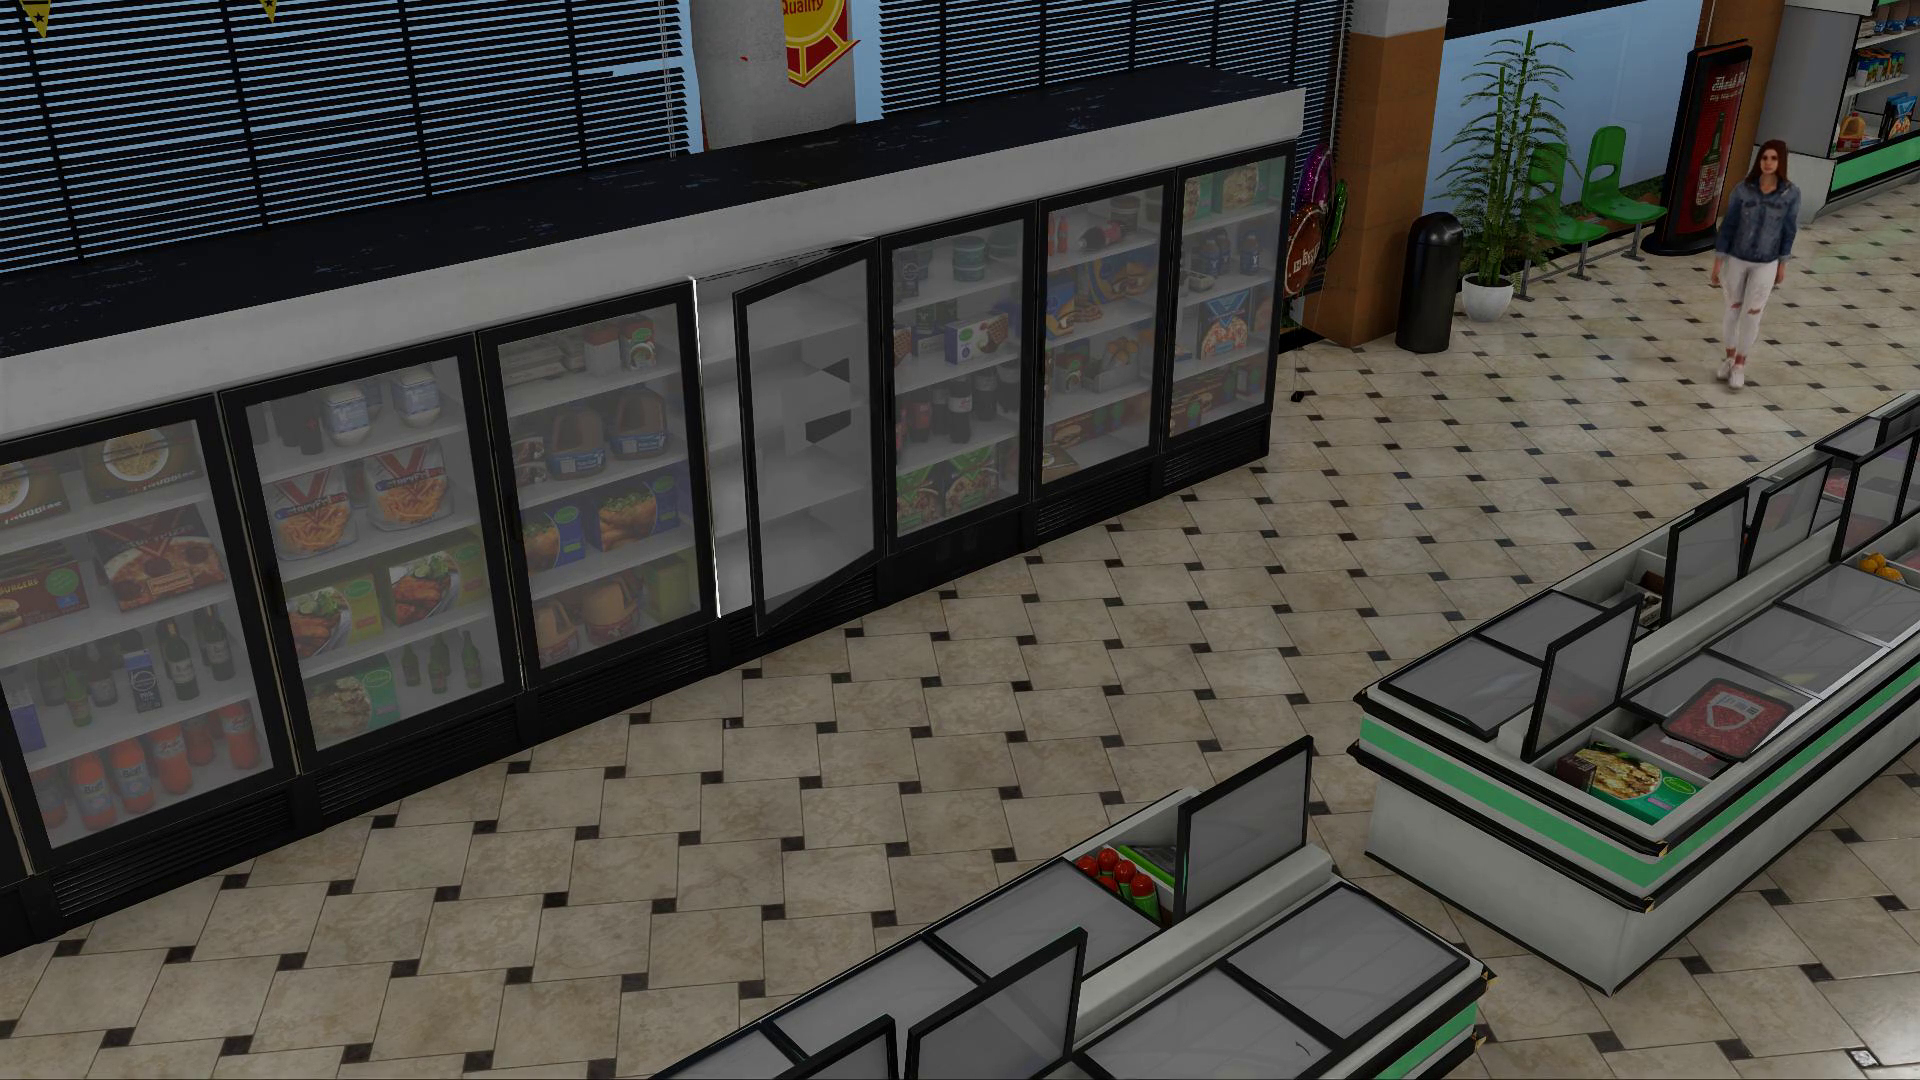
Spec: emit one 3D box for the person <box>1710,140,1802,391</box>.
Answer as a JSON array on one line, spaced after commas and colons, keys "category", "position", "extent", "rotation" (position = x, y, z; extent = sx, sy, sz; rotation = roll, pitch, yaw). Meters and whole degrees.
[{"category": "person", "position": [5.402, -1.899, 11.348], "extent": [0.734, 1.685, 0.781], "rotation": [15, 31, 27]}]
